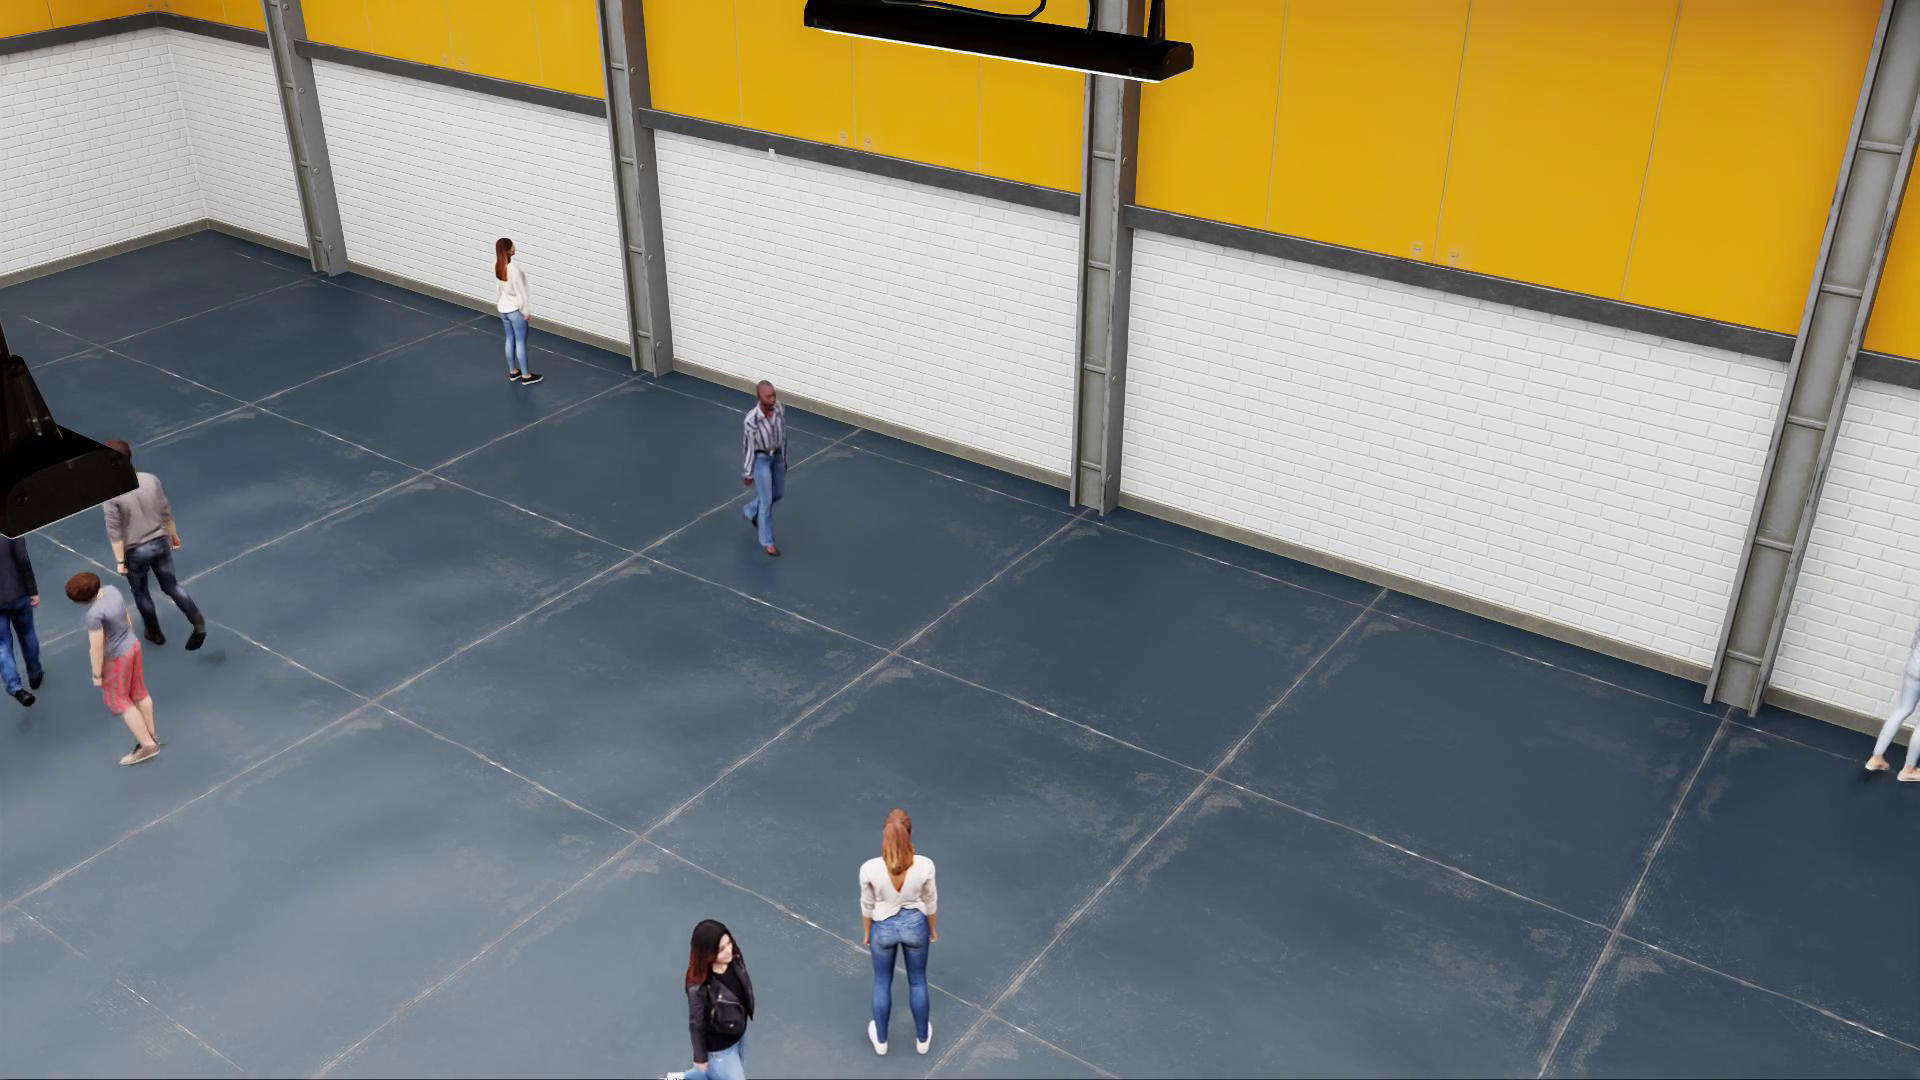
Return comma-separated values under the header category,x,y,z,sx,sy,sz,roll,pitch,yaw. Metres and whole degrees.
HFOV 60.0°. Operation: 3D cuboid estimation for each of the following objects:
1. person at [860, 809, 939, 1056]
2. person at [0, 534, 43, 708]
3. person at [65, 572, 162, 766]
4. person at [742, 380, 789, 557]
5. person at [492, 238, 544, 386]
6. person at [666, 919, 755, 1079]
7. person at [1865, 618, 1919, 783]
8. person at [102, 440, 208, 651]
category,x,y,z,sx,sy,sz,roll,pitch,yaw
person,-0.357,2.307,9.771,0.653,1.720,0.738,-2,29,-3
person,-7.481,0.479,12.975,1.006,1.861,1.189,-10,30,-18
person,-6.302,0.871,12.506,0.753,1.623,0.772,11,30,19
person,-1.828,-0.691,15.224,0.878,1.762,0.696,20,35,32
person,-5.042,-2.592,18.782,0.517,1.691,0.696,23,36,36
person,-1.360,2.723,9.121,1.033,1.612,0.758,12,31,21
person,7.055,0.964,12.137,0.826,1.812,0.767,-9,30,-15
person,-6.627,0.106,13.646,1.091,1.873,0.743,17,33,28
